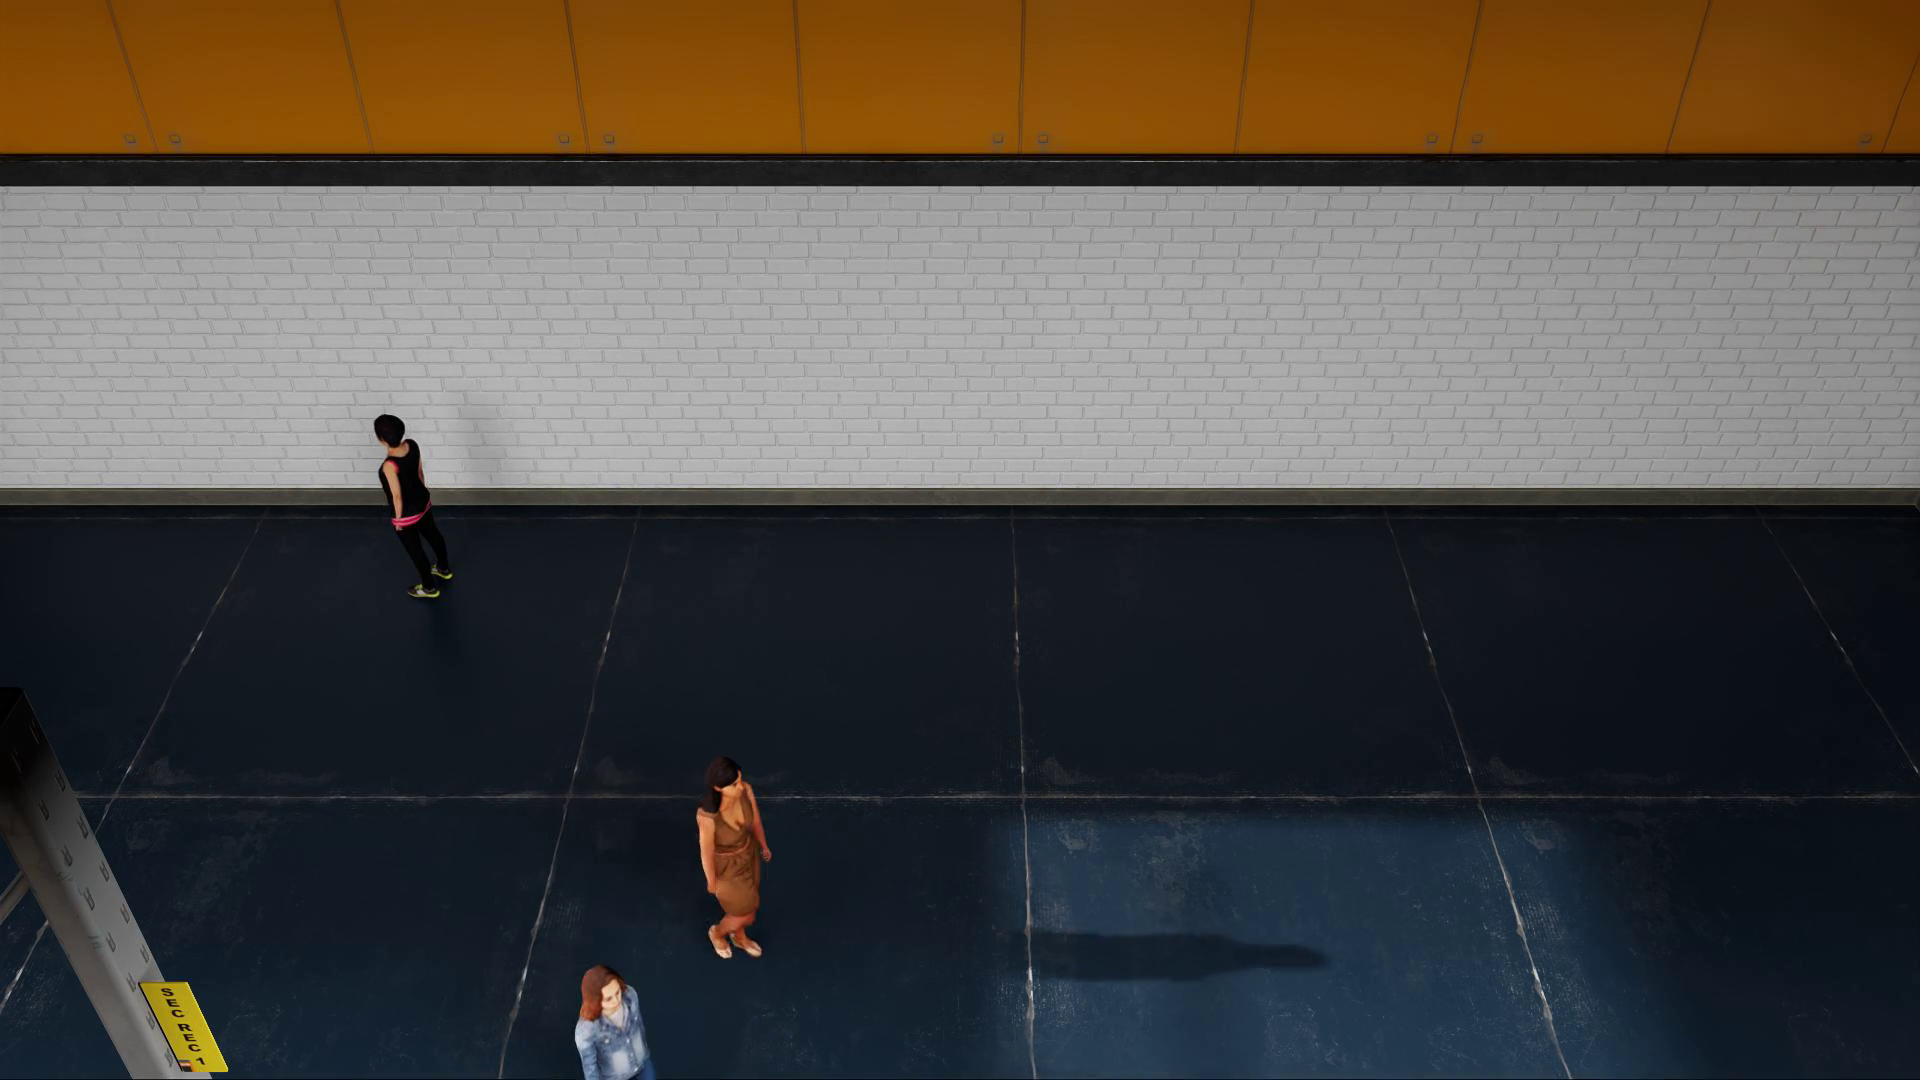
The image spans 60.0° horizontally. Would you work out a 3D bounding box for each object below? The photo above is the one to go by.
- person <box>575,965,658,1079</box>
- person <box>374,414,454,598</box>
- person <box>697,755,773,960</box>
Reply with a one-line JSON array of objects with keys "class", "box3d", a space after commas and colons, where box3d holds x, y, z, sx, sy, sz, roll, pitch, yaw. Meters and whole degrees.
[{"class": "person", "box3d": [-1.798, 2.672, 8.574, 0.991, 1.452, 0.981, 27, 46, 29]}, {"class": "person", "box3d": [-4.020, -0.264, 12.171, 0.661, 1.552, 0.527, 11, 40, 13]}, {"class": "person", "box3d": [-1.358, 1.813, 9.469, 0.755, 1.677, 0.691, 17, 42, 20]}]
